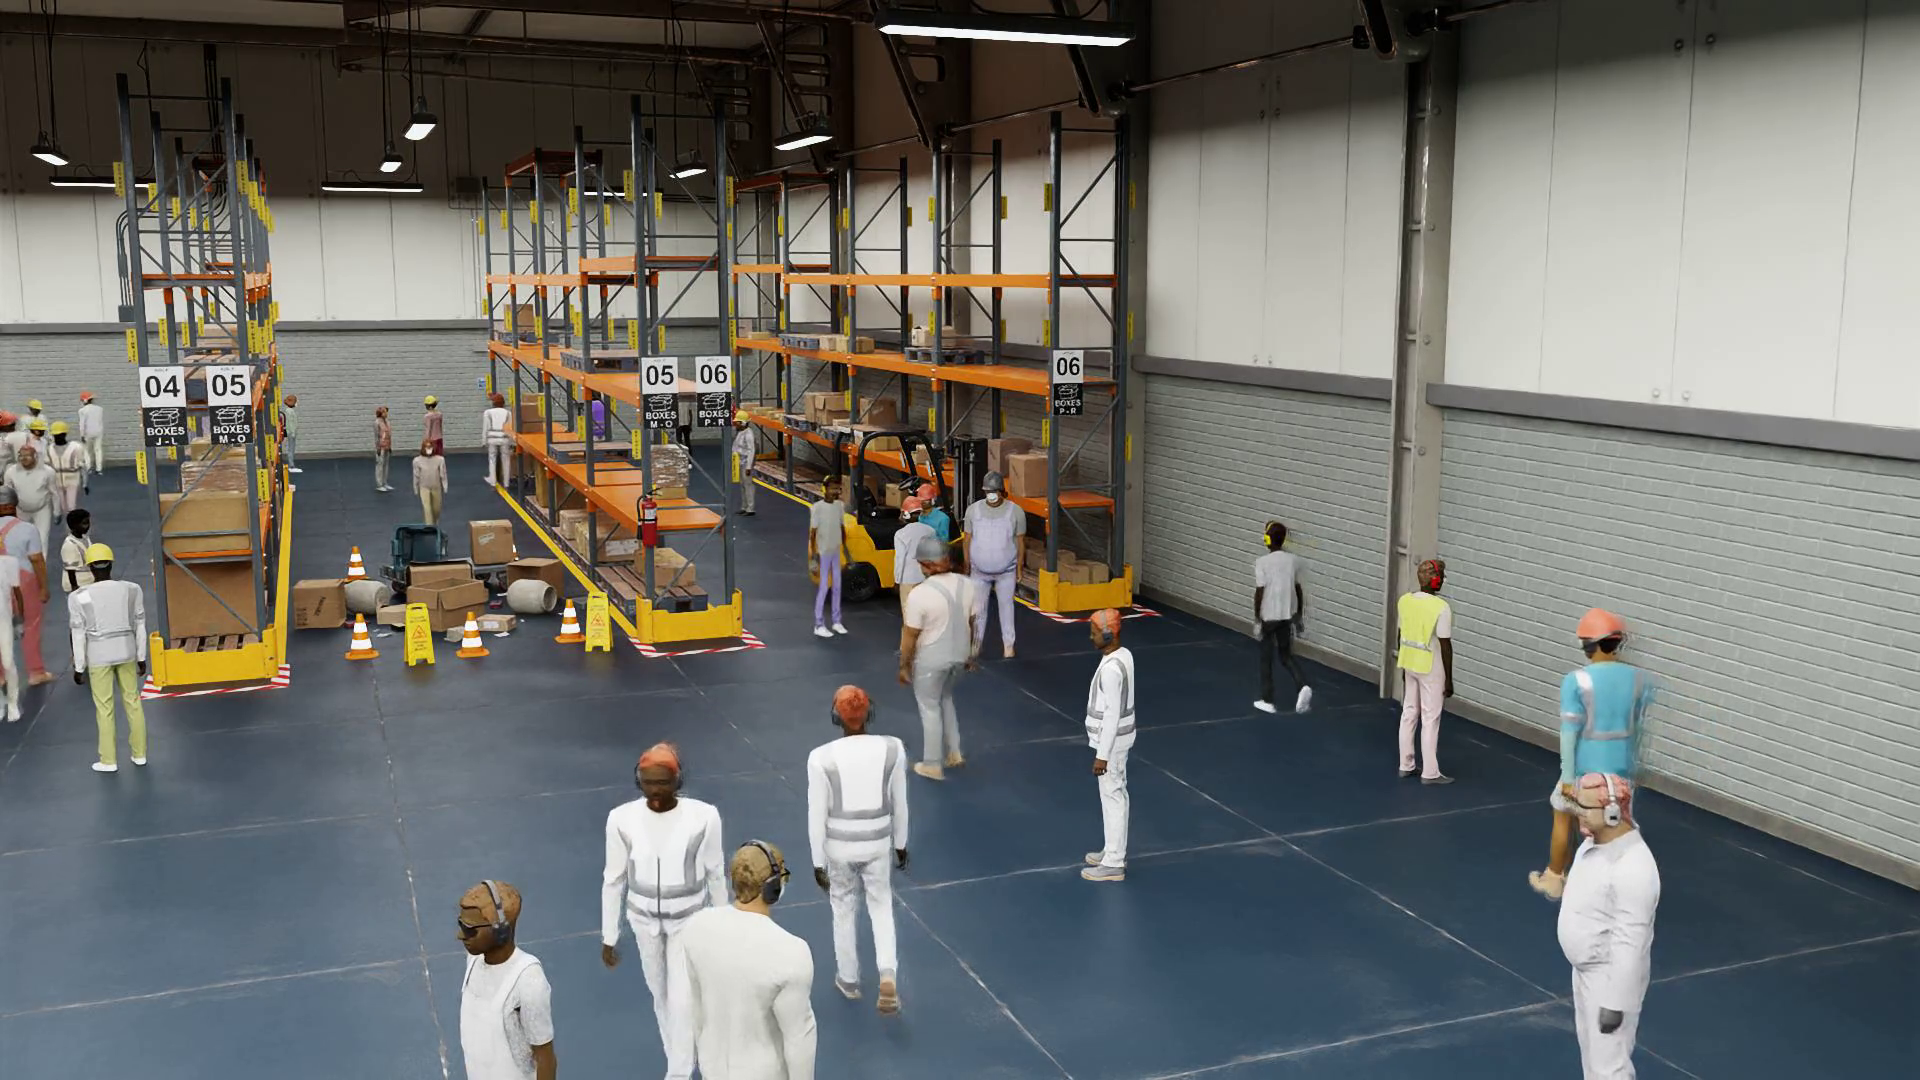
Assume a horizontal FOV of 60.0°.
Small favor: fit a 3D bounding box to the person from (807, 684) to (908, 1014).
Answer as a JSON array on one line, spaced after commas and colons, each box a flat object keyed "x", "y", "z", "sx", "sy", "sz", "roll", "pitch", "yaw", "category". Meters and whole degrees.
[{"x": -0.559, "y": 1.732, "z": 9.309, "sx": 0.587, "sy": 1.866, "sz": 0.725, "roll": -3, "pitch": 9, "yaw": -15, "category": "person"}]

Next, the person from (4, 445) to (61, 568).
[{"x": -12.609, "y": -0.374, "z": 22.600, "sx": 0.668, "sy": 1.863, "sz": 1.006, "roll": -3, "pitch": 9, "yaw": -16, "category": "person"}]

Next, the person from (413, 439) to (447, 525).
[{"x": -8.295, "y": -0.798, "z": 26.033, "sx": 0.504, "sy": 1.611, "sz": 0.679, "roll": -4, "pitch": 10, "yaw": -25, "category": "person"}]

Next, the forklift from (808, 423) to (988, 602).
[{"x": -0.830, "y": -0.399, "z": 21.676, "sx": 2.313, "sy": 2.155, "sz": 1.214, "roll": -4, "pitch": 10, "yaw": -21, "category": "forklift"}]

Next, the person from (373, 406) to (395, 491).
[{"x": -11.089, "y": -1.757, "z": 31.964, "sx": 0.310, "sy": 1.638, "sz": 0.523, "roll": 1, "pitch": 9, "yaw": 6, "category": "person"}]

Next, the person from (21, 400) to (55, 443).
[{"x": -18.204, "y": -1.912, "z": 32.744, "sx": 0.946, "sy": 1.702, "sz": 0.536, "roll": 3, "pitch": 10, "yaw": 19, "category": "person"}]

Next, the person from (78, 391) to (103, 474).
[{"x": -18.134, "y": -2.234, "z": 34.664, "sx": 0.532, "sy": 1.734, "sz": 0.589, "roll": 5, "pitch": 10, "yaw": 31, "category": "person"}]

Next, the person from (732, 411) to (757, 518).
[{"x": -3.687, "y": -1.295, "z": 28.447, "sx": 0.404, "sy": 1.833, "sz": 0.591, "roll": -3, "pitch": 10, "yaw": -21, "category": "person"}]

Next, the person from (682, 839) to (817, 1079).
[{"x": -0.826, "y": 2.131, "z": 6.603, "sx": 0.623, "sy": 1.932, "sz": 0.372, "roll": 6, "pitch": 11, "yaw": 33, "category": "person"}]

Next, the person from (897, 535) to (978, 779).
[{"x": -0.220, "y": 0.954, "z": 13.645, "sx": 0.709, "sy": 2.000, "sz": 0.535, "roll": -8, "pitch": 12, "yaw": -43, "category": "person"}]

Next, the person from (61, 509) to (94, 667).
[{"x": -9.305, "y": 0.502, "z": 17.600, "sx": 0.322, "sy": 1.685, "sz": 0.542, "roll": -1, "pitch": 9, "yaw": -9, "category": "person"}]

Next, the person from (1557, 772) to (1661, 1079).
[{"x": 2.926, "y": 1.986, "z": 7.601, "sx": 0.398, "sy": 1.899, "sz": 0.649, "roll": 1, "pitch": 9, "yaw": 5, "category": "person"}]

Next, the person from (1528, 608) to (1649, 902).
[{"x": 4.069, "y": 1.426, "z": 10.785, "sx": 0.614, "sy": 2.012, "sz": 0.890, "roll": -1, "pitch": 9, "yaw": -9, "category": "person"}]

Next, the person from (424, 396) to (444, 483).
[{"x": -10.429, "y": -1.973, "z": 32.922, "sx": 0.316, "sy": 1.769, "sz": 0.524, "roll": 3, "pitch": 9, "yaw": 17, "category": "person"}]

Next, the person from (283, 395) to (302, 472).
[{"x": -14.055, "y": -2.237, "z": 35.011, "sx": 0.289, "sy": 1.632, "sz": 0.497, "roll": -4, "pitch": 10, "yaw": -23, "category": "person"}]

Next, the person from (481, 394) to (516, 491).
[{"x": -8.841, "y": -1.858, "z": 31.875, "sx": 0.653, "sy": 1.880, "sz": 0.361, "roll": -3, "pitch": 10, "yaw": -18, "category": "person"}]

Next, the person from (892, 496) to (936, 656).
[{"x": -0.515, "y": 0.395, "z": 18.060, "sx": 0.570, "sy": 1.751, "sz": 0.329, "roll": -9, "pitch": 13, "yaw": -44, "category": "person"}]

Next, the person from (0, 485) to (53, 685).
[{"x": -9.574, "y": 0.447, "z": 16.832, "sx": 0.690, "sy": 2.000, "sz": 0.536, "roll": 0, "pitch": 9, "yaw": -1, "category": "person"}]

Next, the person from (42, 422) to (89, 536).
[{"x": -13.716, "y": -0.848, "z": 25.399, "sx": 0.624, "sy": 1.897, "sz": 0.784, "roll": -1, "pitch": 9, "yaw": -4, "category": "person"}]

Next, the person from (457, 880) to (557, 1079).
[{"x": -1.755, "y": 2.195, "z": 6.444, "sx": 0.516, "sy": 1.843, "sz": 0.327, "roll": 9, "pitch": 12, "yaw": 43, "category": "person"}]

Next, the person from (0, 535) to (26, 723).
[{"x": -8.932, "y": 0.787, "z": 15.296, "sx": 0.526, "sy": 1.857, "sz": 0.587, "roll": -3, "pitch": 10, "yaw": -18, "category": "person"}]

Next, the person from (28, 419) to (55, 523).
[{"x": -15.215, "y": -1.115, "z": 27.526, "sx": 0.315, "sy": 1.767, "sz": 0.535, "roll": 0, "pitch": 9, "yaw": 2, "category": "person"}]

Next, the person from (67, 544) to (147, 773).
[{"x": -7.092, "y": 0.983, "z": 13.858, "sx": 0.398, "sy": 1.914, "sz": 0.589, "roll": 9, "pitch": 12, "yaw": 43, "category": "person"}]

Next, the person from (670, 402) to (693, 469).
[{"x": -5.949, "y": -2.437, "z": 35.522, "sx": 0.519, "sy": 1.873, "sz": 0.328, "roll": -7, "pitch": 11, "yaw": -37, "category": "person"}]

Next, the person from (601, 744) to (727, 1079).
[{"x": -1.467, "y": 1.925, "z": 8.110, "sx": 0.592, "sy": 1.845, "sz": 0.866, "roll": 1, "pitch": 9, "yaw": 6, "category": "person"}]

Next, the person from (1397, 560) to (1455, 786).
[{"x": 3.770, "y": 1.072, "z": 13.511, "sx": 0.389, "sy": 1.846, "sz": 0.567, "roll": -5, "pitch": 10, "yaw": -29, "category": "person"}]

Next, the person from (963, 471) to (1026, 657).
[{"x": 0.361, "y": 0.262, "z": 17.997, "sx": 0.689, "sy": 2.000, "sz": 0.539, "roll": 1, "pitch": 9, "yaw": 7, "category": "person"}]

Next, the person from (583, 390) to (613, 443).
[{"x": -7.369, "y": -2.157, "z": 33.854, "sx": 0.627, "sy": 1.843, "sz": 0.429, "roll": -5, "pitch": 10, "yaw": -29, "category": "person"}]

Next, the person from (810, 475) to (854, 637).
[{"x": -1.488, "y": 0.168, "z": 19.143, "sx": 0.348, "sy": 1.867, "sz": 0.545, "roll": 8, "pitch": 12, "yaw": 41, "category": "person"}]

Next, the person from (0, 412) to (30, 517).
[{"x": -14.931, "y": -1.041, "z": 26.351, "sx": 0.645, "sy": 1.998, "sz": 0.679, "roll": 3, "pitch": 9, "yaw": 16, "category": "person"}]

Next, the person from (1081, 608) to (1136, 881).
[{"x": 1.021, "y": 1.388, "z": 11.392, "sx": 0.356, "sy": 1.887, "sz": 0.573, "roll": 2, "pitch": 9, "yaw": 12, "category": "person"}]

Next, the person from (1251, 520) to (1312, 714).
[{"x": 3.019, "y": 0.749, "z": 15.573, "sx": 0.540, "sy": 1.851, "sz": 0.682, "roll": -3, "pitch": 10, "yaw": -20, "category": "person"}]

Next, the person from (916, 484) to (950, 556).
[{"x": -0.388, "y": 0.210, "z": 19.258, "sx": 0.563, "sy": 1.744, "sz": 0.354, "roll": 5, "pitch": 10, "yaw": 31, "category": "person"}]
